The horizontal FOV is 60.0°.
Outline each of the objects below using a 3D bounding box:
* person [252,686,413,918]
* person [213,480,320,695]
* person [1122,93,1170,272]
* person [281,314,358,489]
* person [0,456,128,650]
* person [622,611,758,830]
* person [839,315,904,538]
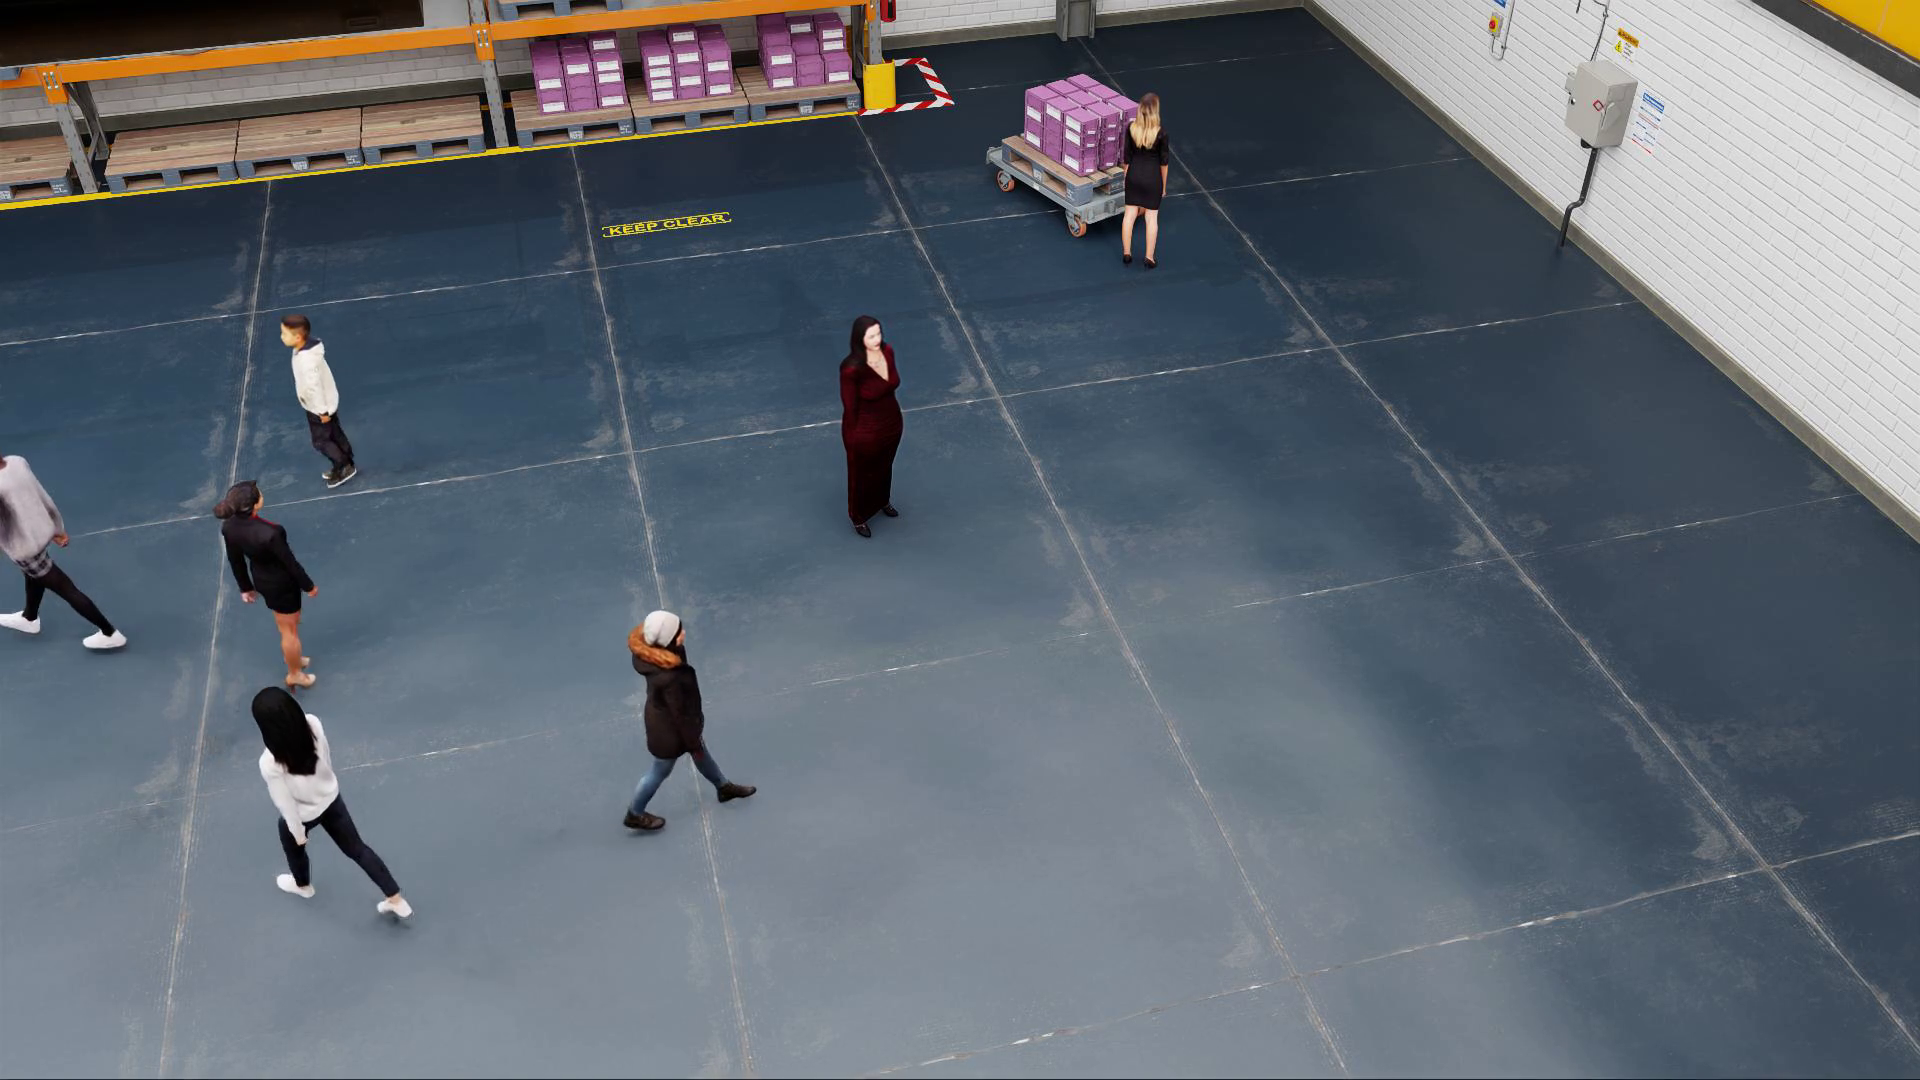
[{"bbox_3d":[-3.430,1.479,9.014,1.199,1.657,1.066,15,41,18],"label":"person"},{"bbox_3d":[-4.339,0.353,10.446,0.717,1.629,0.777,18,42,21],"label":"person"},{"bbox_3d":[1.640,-3.189,14.843,0.581,1.677,0.668,15,41,18],"label":"person"},{"bbox_3d":[-4.693,-1.060,12.363,0.533,1.445,0.603,-14,41,-16],"label":"person"},{"bbox_3d":[-5.897,0.046,10.750,1.197,1.728,0.840,0,39,0],"label":"person"},{"bbox_3d":[-1.731,1.076,9.568,1.030,1.595,0.645,-10,40,-12],"label":"person"},{"bbox_3d":[-0.642,-0.828,11.822,0.821,1.757,0.735,26,45,29],"label":"person"}]
